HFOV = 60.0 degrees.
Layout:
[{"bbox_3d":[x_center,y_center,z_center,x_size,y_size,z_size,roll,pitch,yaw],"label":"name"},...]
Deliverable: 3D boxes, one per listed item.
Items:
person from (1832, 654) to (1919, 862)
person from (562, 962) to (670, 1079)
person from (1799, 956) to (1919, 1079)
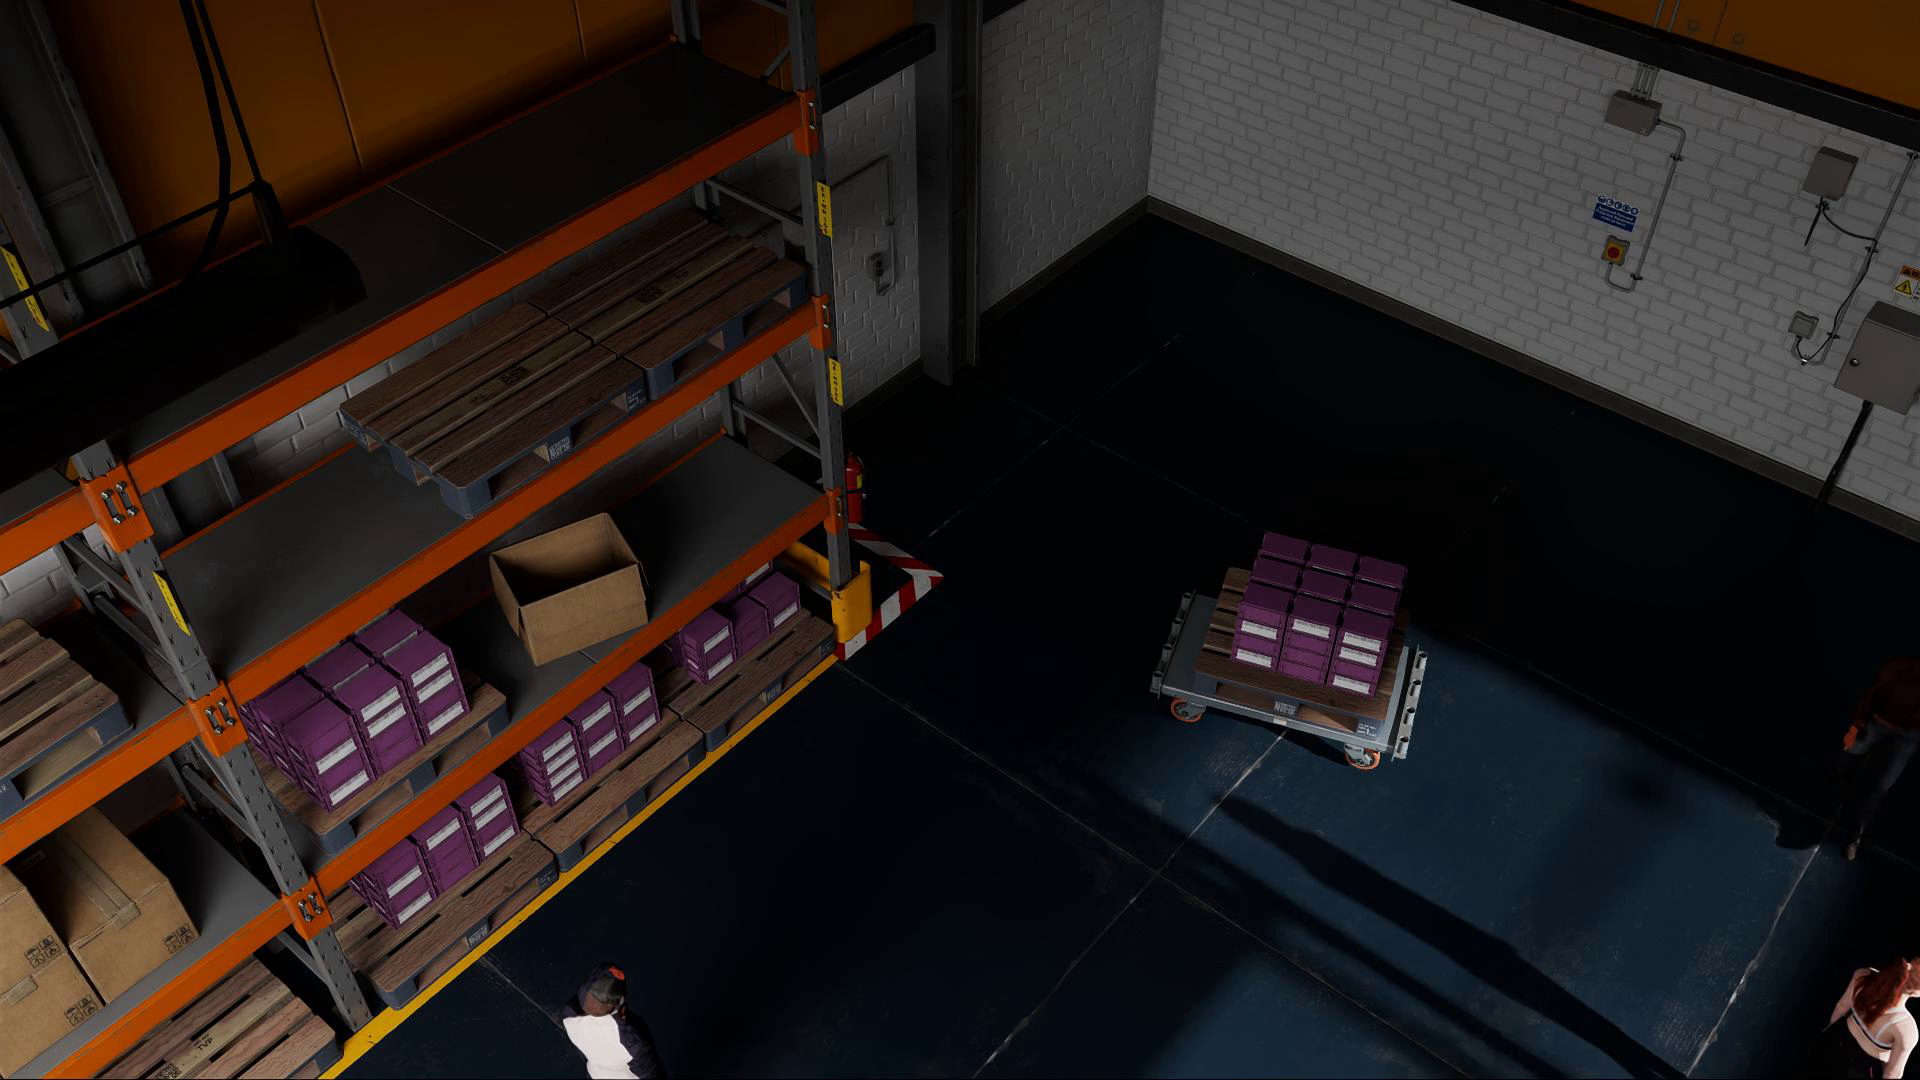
[{"bbox_3d":[5.524,1.039,9.856,0.940,1.715,1.202,10,45,10],"label":"person"},{"bbox_3d":[-1.610,2.630,8.058,0.723,1.893,0.646,21,48,21],"label":"person"},{"bbox_3d":[4.392,2.573,8.226,0.698,1.742,0.661,-8,44,-8],"label":"person"}]
